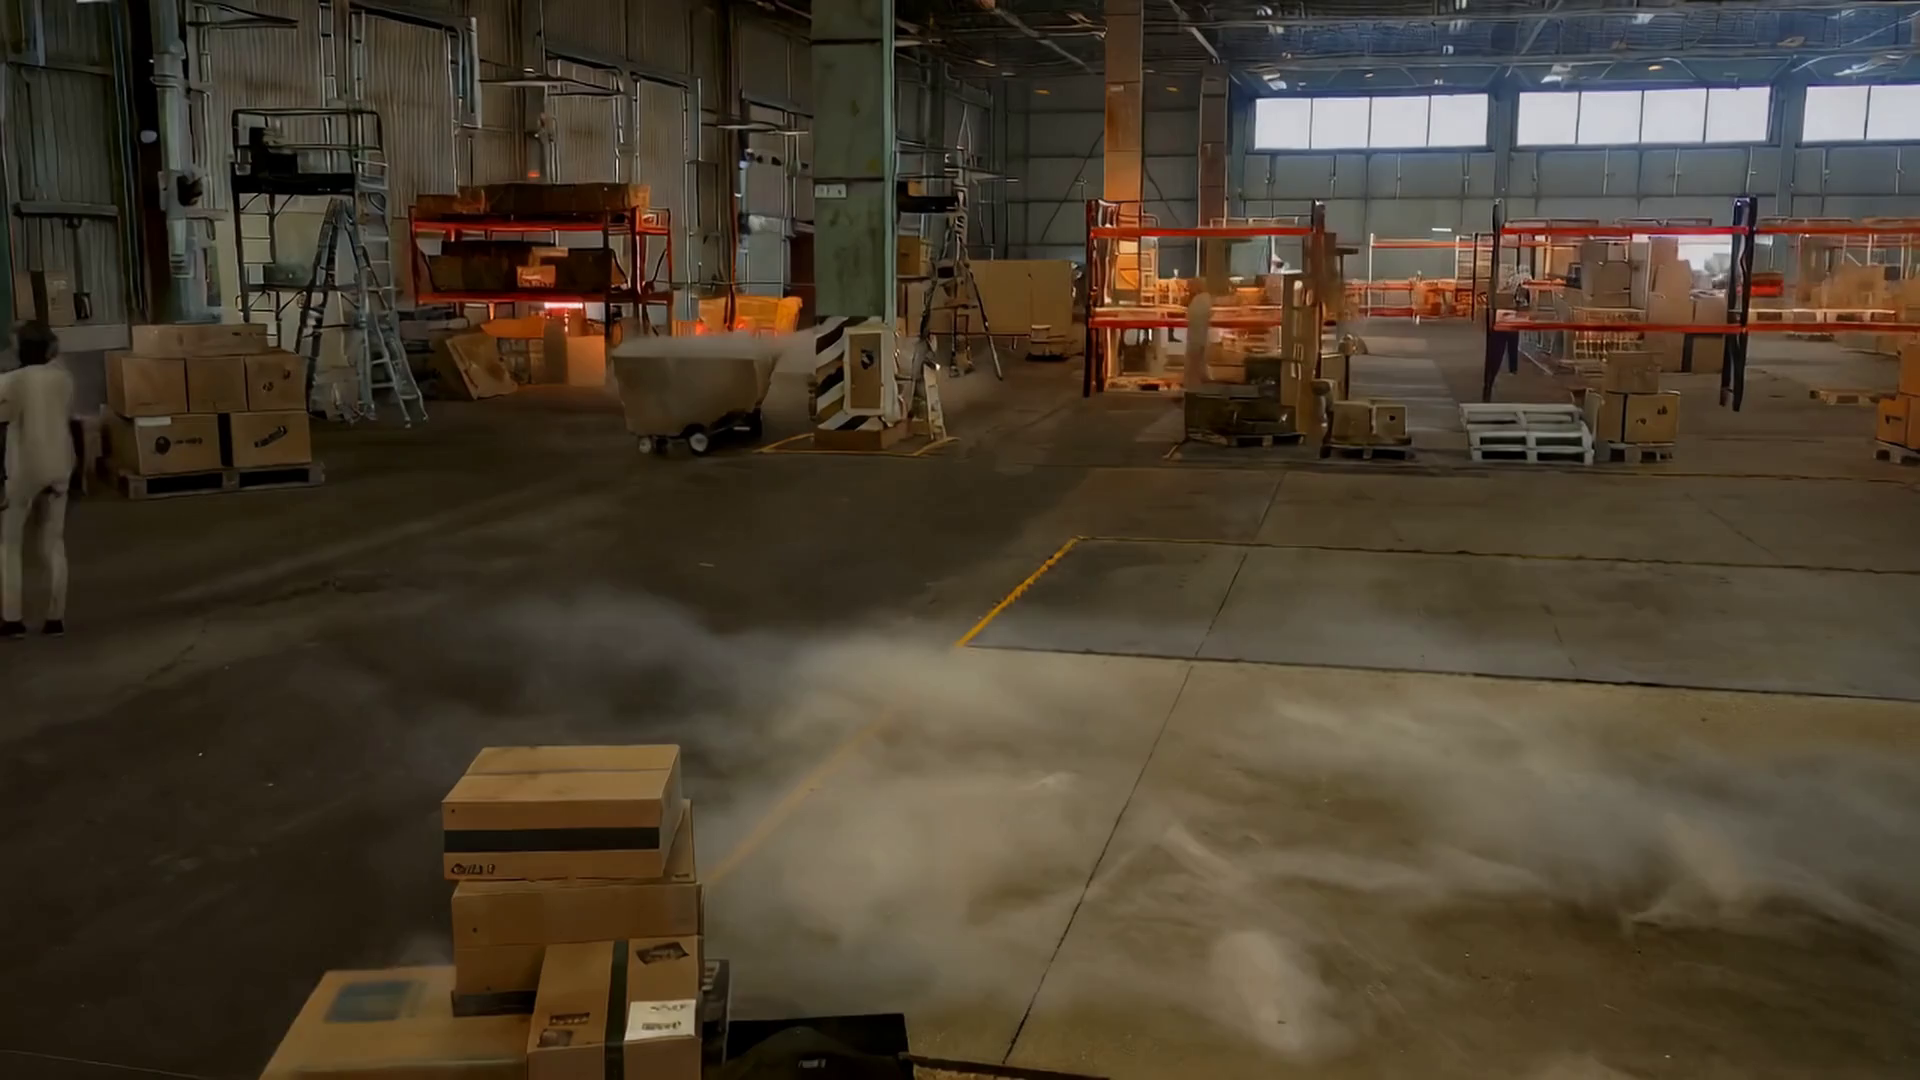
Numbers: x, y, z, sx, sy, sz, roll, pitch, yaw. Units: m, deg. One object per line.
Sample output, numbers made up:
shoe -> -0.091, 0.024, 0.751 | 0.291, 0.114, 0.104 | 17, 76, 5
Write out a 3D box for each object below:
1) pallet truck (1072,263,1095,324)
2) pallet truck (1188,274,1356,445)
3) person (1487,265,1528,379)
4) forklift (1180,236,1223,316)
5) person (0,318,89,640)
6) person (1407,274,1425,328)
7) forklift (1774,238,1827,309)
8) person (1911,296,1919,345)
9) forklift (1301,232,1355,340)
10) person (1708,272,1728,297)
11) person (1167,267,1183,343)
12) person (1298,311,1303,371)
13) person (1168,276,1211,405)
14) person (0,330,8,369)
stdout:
pallet truck -> 4.325, -8.180, 55.162 | 0.823, 1.965, 1.885 | 6, 11, 31
pallet truck -> 3.653, -2.138, 19.590 | 1.885, 1.965, 0.823 | -4, 10, -20
person -> 9.771, -3.901, 29.842 | 0.537, 2.000, 0.682 | -9, 13, -41
forklift -> 7.692, -7.837, 50.548 | 1.873, 2.768, 1.129 | -1, 10, -5
person -> -5.294, -0.349, 9.542 | 0.411, 1.827, 0.603 | 8, 12, 38
person -> 14.138, -7.420, 51.607 | 0.554, 1.672, 0.601 | 3, 10, 17
forklift -> 28.508, -8.730, 55.807 | 1.129, 2.768, 1.873 | -5, 11, -26
person -> 16.341, -3.493, 27.891 | 1.046, 1.877, 0.648 | 1, 10, 5
forklift -> 9.261, -6.579, 43.143 | 1.873, 2.768, 1.129 | -7, 12, -36
person -> 15.507, -4.488, 33.762 | 0.696, 1.878, 0.673 | 6, 11, 32
person -> 5.531, -6.033, 42.704 | 0.373, 1.933, 0.552 | -1, 10, -8
person -> 6.656, -4.095, 31.885 | 0.321, 1.736, 0.485 | 6, 11, 31
person -> 3.367, -2.903, 24.382 | 0.856, 1.903, 0.642 | 3, 10, 18
person -> -10.084, -1.640, 17.112 | 0.634, 1.842, 0.429 | 0, 10, 2
